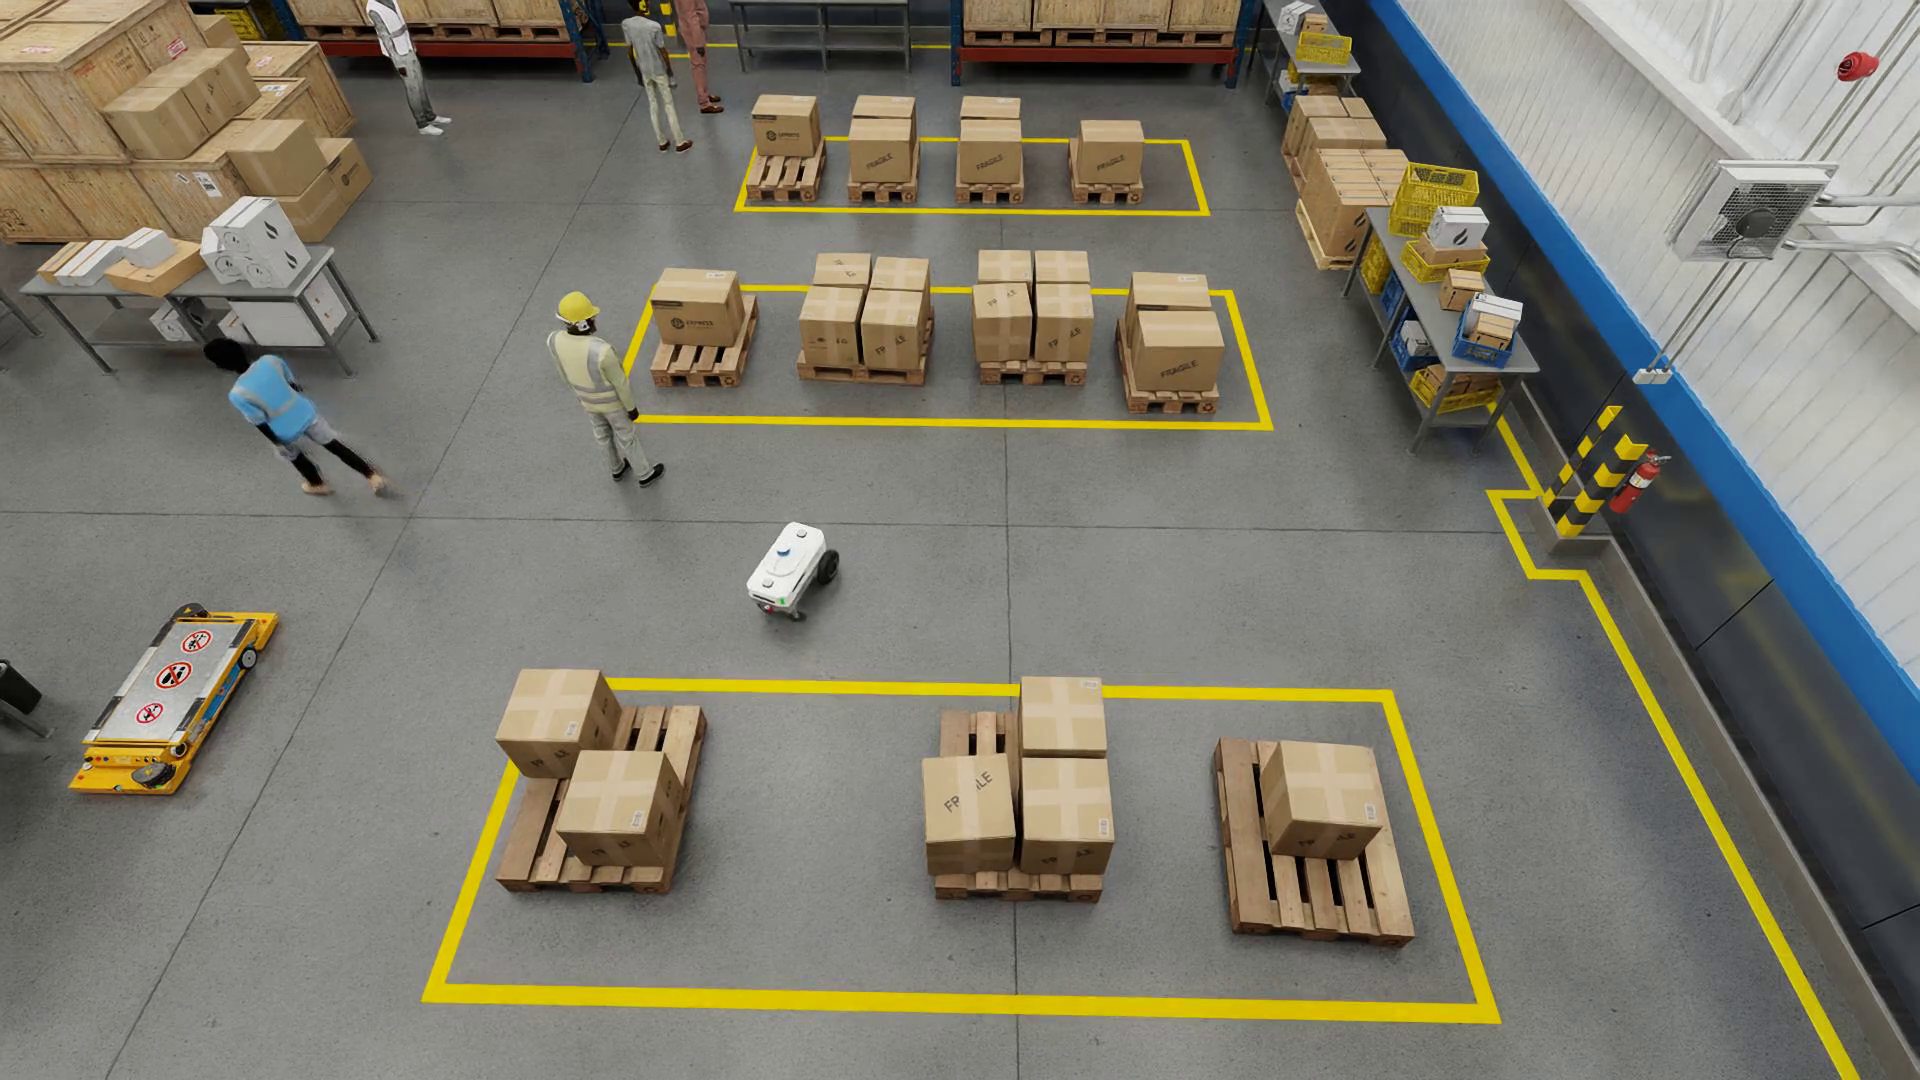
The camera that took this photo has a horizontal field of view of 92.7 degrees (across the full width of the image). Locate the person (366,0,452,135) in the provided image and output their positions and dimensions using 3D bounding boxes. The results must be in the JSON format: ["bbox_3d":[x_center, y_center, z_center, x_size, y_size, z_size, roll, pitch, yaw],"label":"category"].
[{"bbox_3d":[-6.950,-6.060,11.414,0.389,1.911,0.591,-2,50,-2],"label":"person"}]

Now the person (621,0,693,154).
[{"bbox_3d":[-3.699,-5.641,11.088,0.521,1.864,0.335,9,50,8],"label":"person"}]

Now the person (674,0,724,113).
[{"bbox_3d":[-3.398,-6.537,11.827,0.402,1.900,0.636,-16,52,-13],"label":"person"}]

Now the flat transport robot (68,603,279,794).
[{"bbox_3d":[-5.504,1.072,6.442,0.652,0.197,1.431,1,50,1],"label":"flat transport robot"}]

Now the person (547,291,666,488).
[{"bbox_3d":[-2.837,-1.158,7.319,0.591,1.823,0.404,17,52,14],"label":"person"}]

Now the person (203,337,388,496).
[{"bbox_3d":[-5.226,-0.917,7.207,0.775,1.672,0.535,14,51,11],"label":"person"}]

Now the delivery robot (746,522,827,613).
[{"bbox_3d":[-1.307,0.203,6.933,0.477,0.478,0.707,17,52,14],"label":"delivery robot"}]
